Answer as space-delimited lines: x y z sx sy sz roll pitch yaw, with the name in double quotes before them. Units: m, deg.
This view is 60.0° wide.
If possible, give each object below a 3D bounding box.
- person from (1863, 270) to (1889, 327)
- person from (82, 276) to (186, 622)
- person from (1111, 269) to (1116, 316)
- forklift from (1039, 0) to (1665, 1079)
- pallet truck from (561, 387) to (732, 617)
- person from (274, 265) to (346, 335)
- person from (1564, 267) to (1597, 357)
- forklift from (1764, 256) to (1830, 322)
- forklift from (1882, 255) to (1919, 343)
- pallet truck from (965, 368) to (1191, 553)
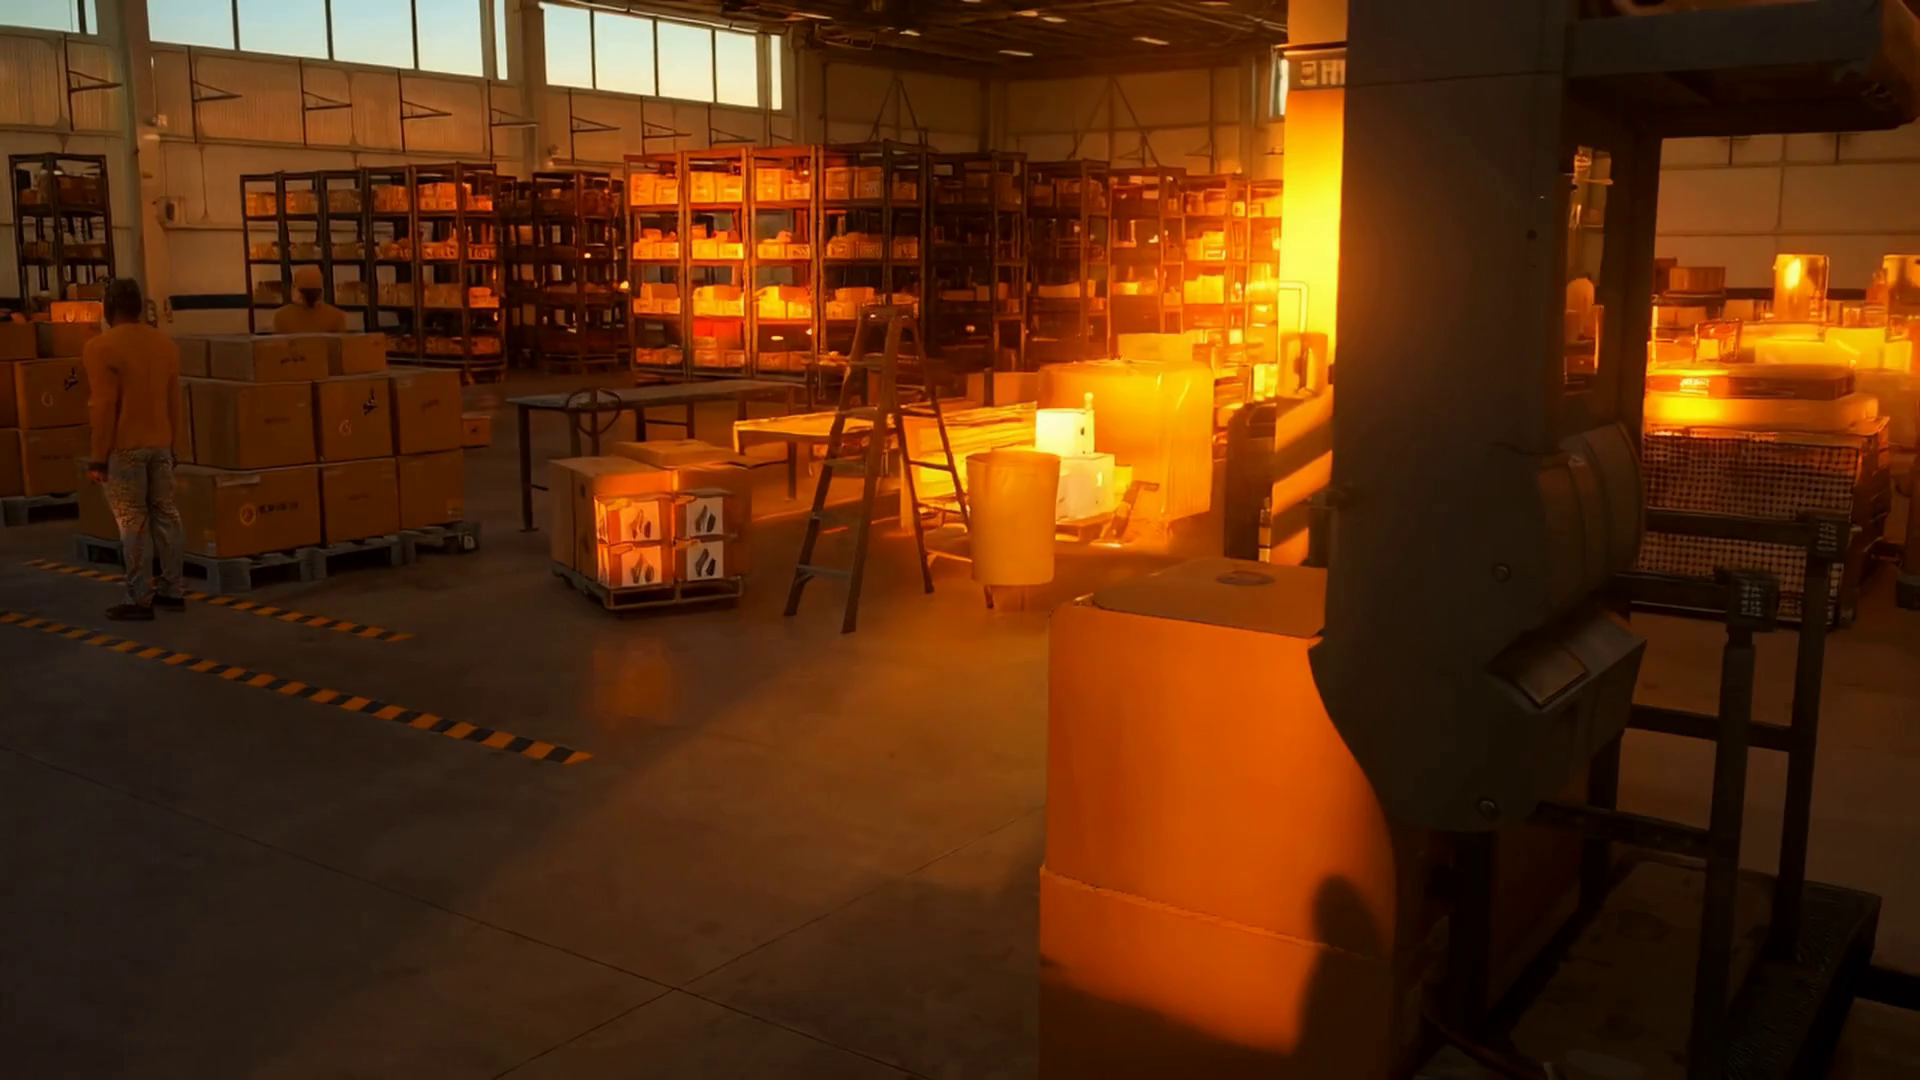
"person" 19.432 -4.794 35.238 0.403 1.823 0.586 -3 10 -17
"person" -4.651 -0.508 9.371 0.372 1.940 0.630 3 10 16
"person" 3.669 -5.683 40.482 0.564 1.840 0.396 -8 13 -40
"forklift" 1.249 -0.137 4.360 1.873 2.768 1.129 7 12 35
"pallet truck" -1.981 -0.274 10.088 0.680 1.201 1.601 -5 11 -28
"person" -5.589 -1.373 14.383 0.611 1.985 0.393 -5 11 -29
"person" 13.132 -4.817 35.188 0.660 1.894 0.417 9 13 42
"forklift" 20.253 -5.854 40.139 1.157 1.987 2.680 7 12 35
"forklift" 22.089 -5.634 38.796 1.157 1.987 2.680 6 11 33
"pallet truck" 0.845 -0.609 11.869 1.630 1.274 0.653 7 12 35
